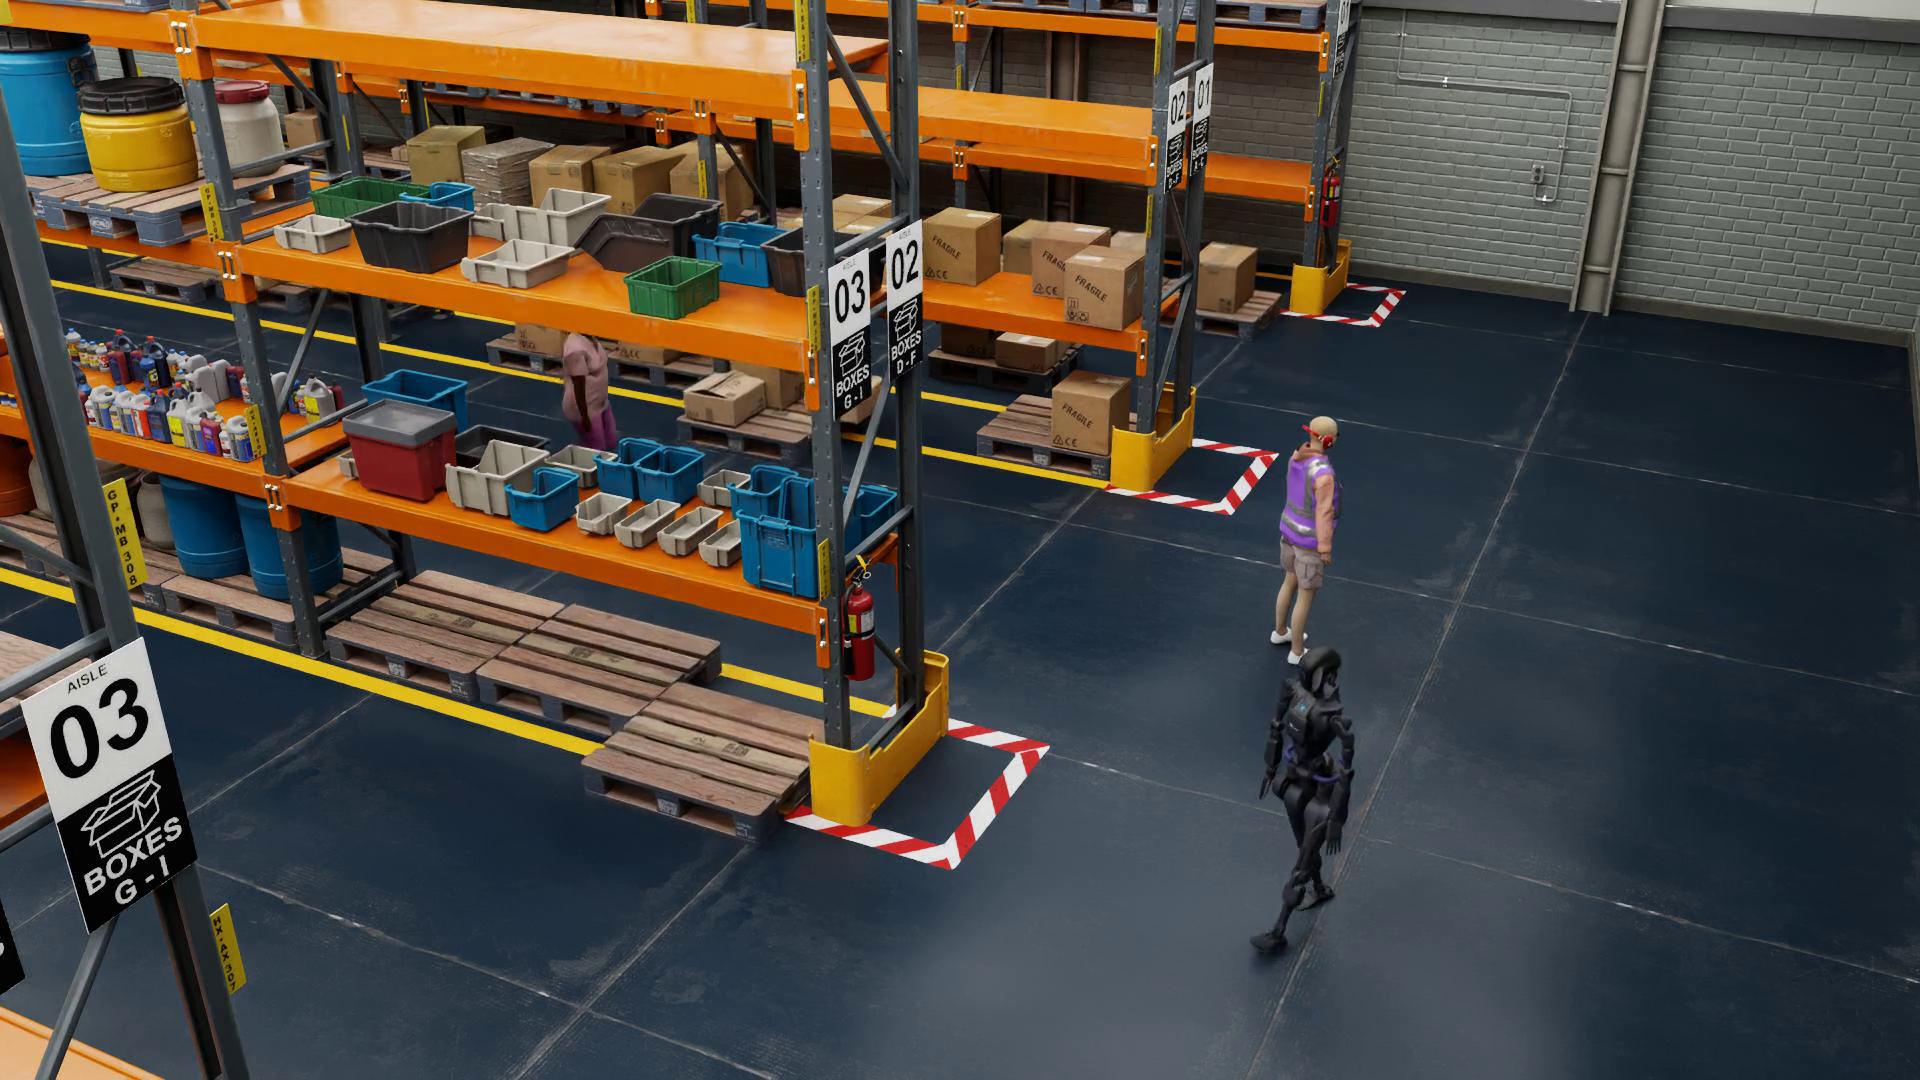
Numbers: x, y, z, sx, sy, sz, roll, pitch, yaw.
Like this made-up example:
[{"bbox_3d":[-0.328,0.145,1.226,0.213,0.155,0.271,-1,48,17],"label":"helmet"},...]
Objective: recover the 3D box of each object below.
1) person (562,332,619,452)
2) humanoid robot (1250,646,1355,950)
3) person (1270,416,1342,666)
[{"bbox_3d":[-2.868,-0.999,12.618,0.508,1.788,0.498,2,26,5],"label":"person"},{"bbox_3d":[1.689,1.241,8.230,0.717,1.627,0.583,-16,31,-30],"label":"humanoid robot"},{"bbox_3d":[2.233,-0.005,10.716,0.349,1.688,0.493,-6,27,-12],"label":"person"}]
